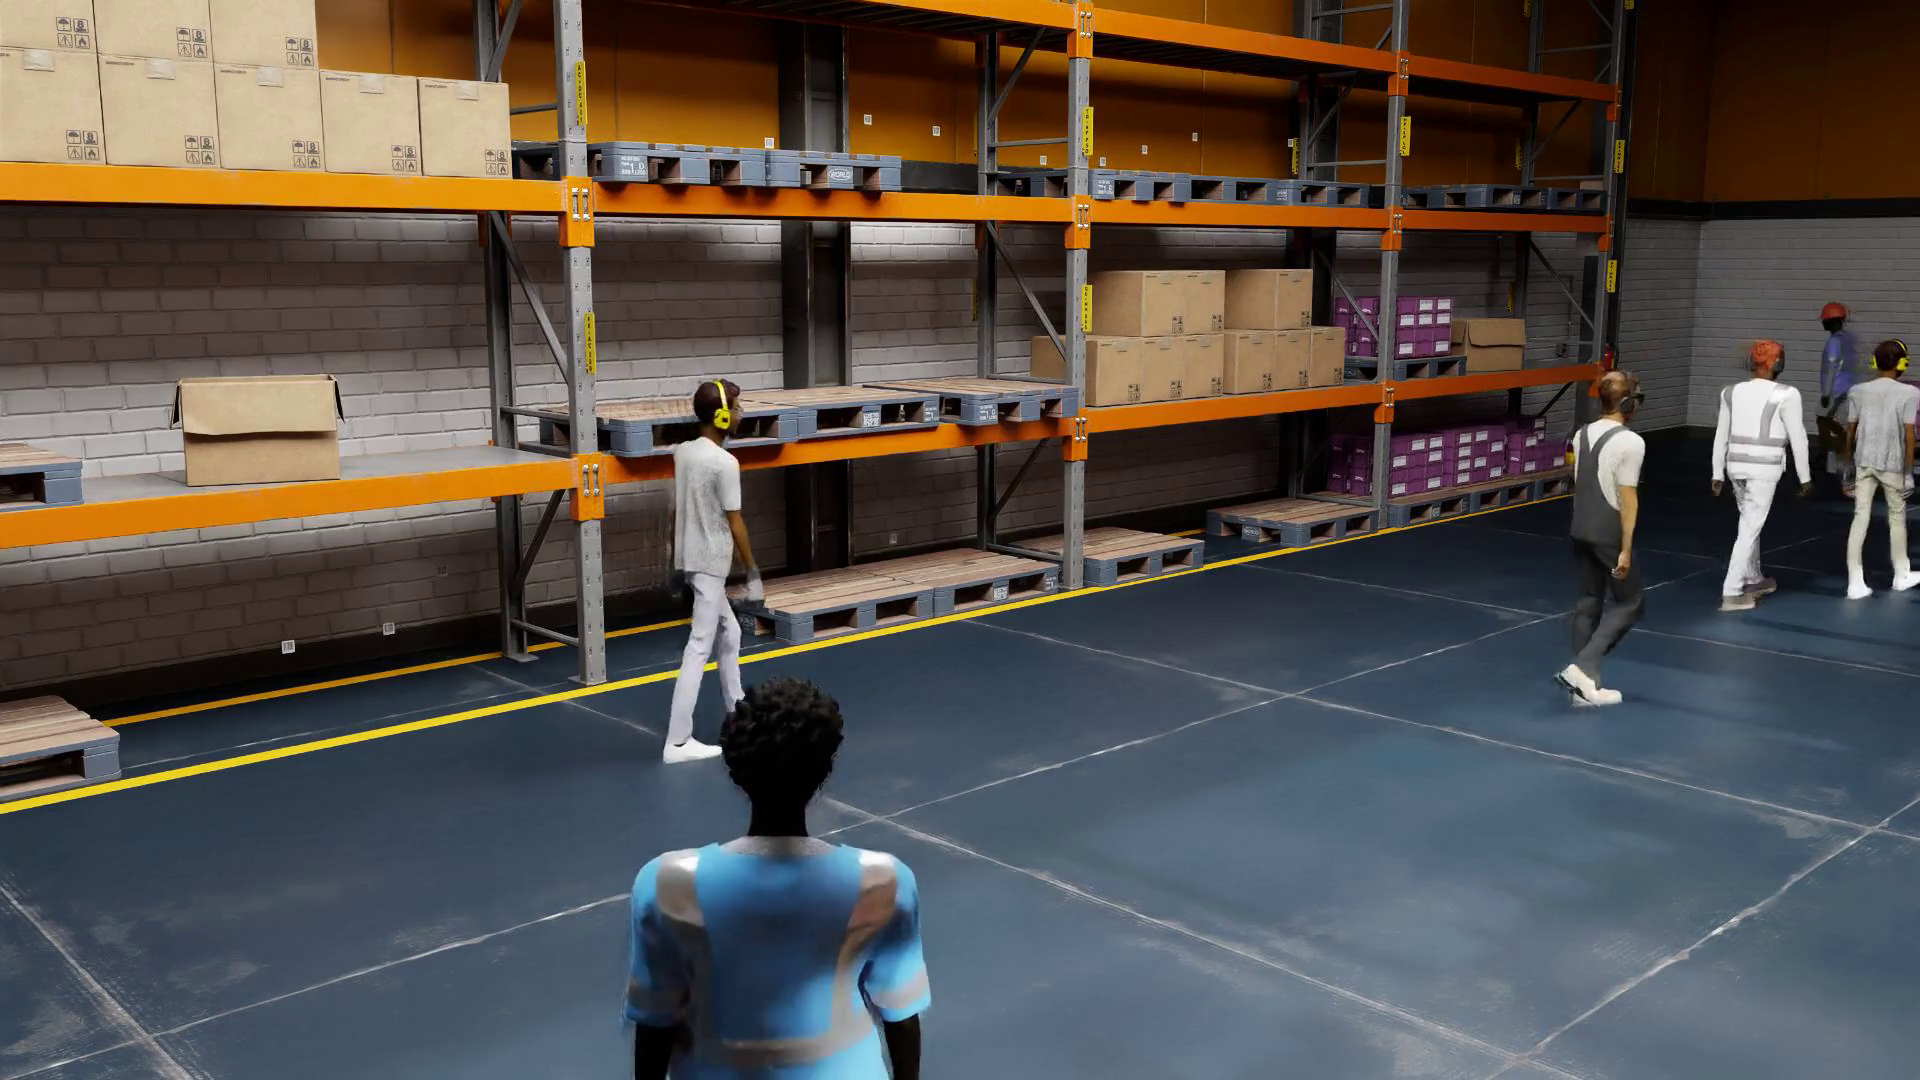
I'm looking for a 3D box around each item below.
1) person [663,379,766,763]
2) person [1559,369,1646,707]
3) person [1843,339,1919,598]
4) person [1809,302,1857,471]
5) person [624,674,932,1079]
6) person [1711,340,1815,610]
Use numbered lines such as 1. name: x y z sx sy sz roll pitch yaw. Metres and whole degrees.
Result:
1. person: -1.133 0.143 8.094 0.835 1.834 0.546 -7 12 -35
2. person: 3.436 0.009 8.893 0.437 1.834 0.505 -4 10 -22
3. person: 6.663 -0.517 11.947 0.895 1.835 0.564 -8 12 -38
4. person: 9.883 -1.718 18.740 0.541 1.918 0.554 9 13 43
5. person: -0.327 1.077 3.058 0.559 1.683 0.367 -1 10 -7
6. person: 5.606 -0.451 11.548 0.880 1.850 0.599 -5 11 -26
